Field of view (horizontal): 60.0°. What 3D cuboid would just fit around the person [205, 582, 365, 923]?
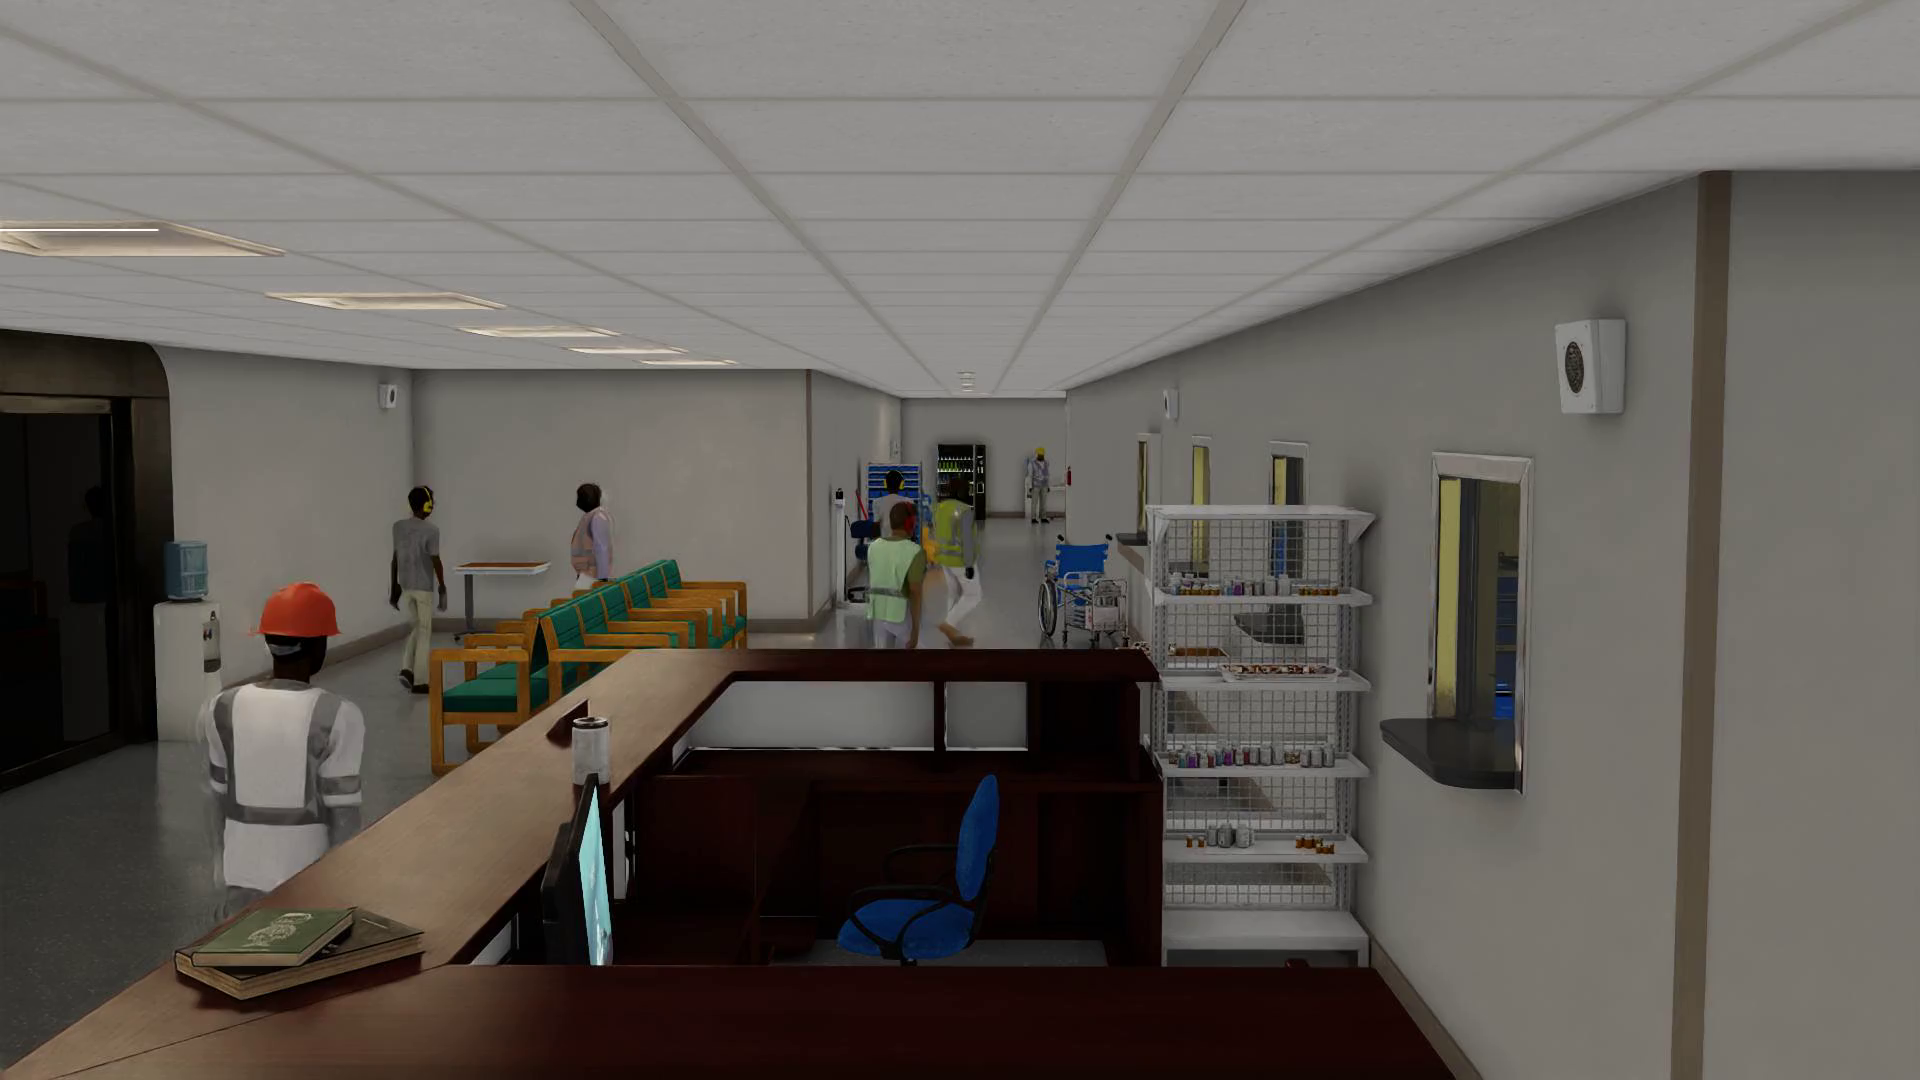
[{"bbox_3d":[-2.235,1.088,5.510,0.562,1.898,0.980,0,4,1],"label":"person"}]

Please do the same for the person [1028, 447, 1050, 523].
[{"bbox_3d":[1.890,-1.299,39.436,0.595,1.823,0.403,-2,5,-30],"label":"person"}]

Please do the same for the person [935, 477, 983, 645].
[{"bbox_3d":[-0.025,0.238,17.812,0.463,1.826,0.638,-3,5,-34],"label":"person"}]

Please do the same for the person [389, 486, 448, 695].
[{"bbox_3d":[-4.781,0.445,14.740,0.560,1.852,0.399,2,4,23],"label":"person"}]

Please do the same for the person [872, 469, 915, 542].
[{"bbox_3d":[-0.762,0.122,19.137,0.516,1.872,0.327,0,4,-4],"label":"person"}]

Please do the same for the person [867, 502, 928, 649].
[{"bbox_3d":[-0.402,0.619,12.613,0.573,1.812,0.841,3,5,36],"label":"person"}]
